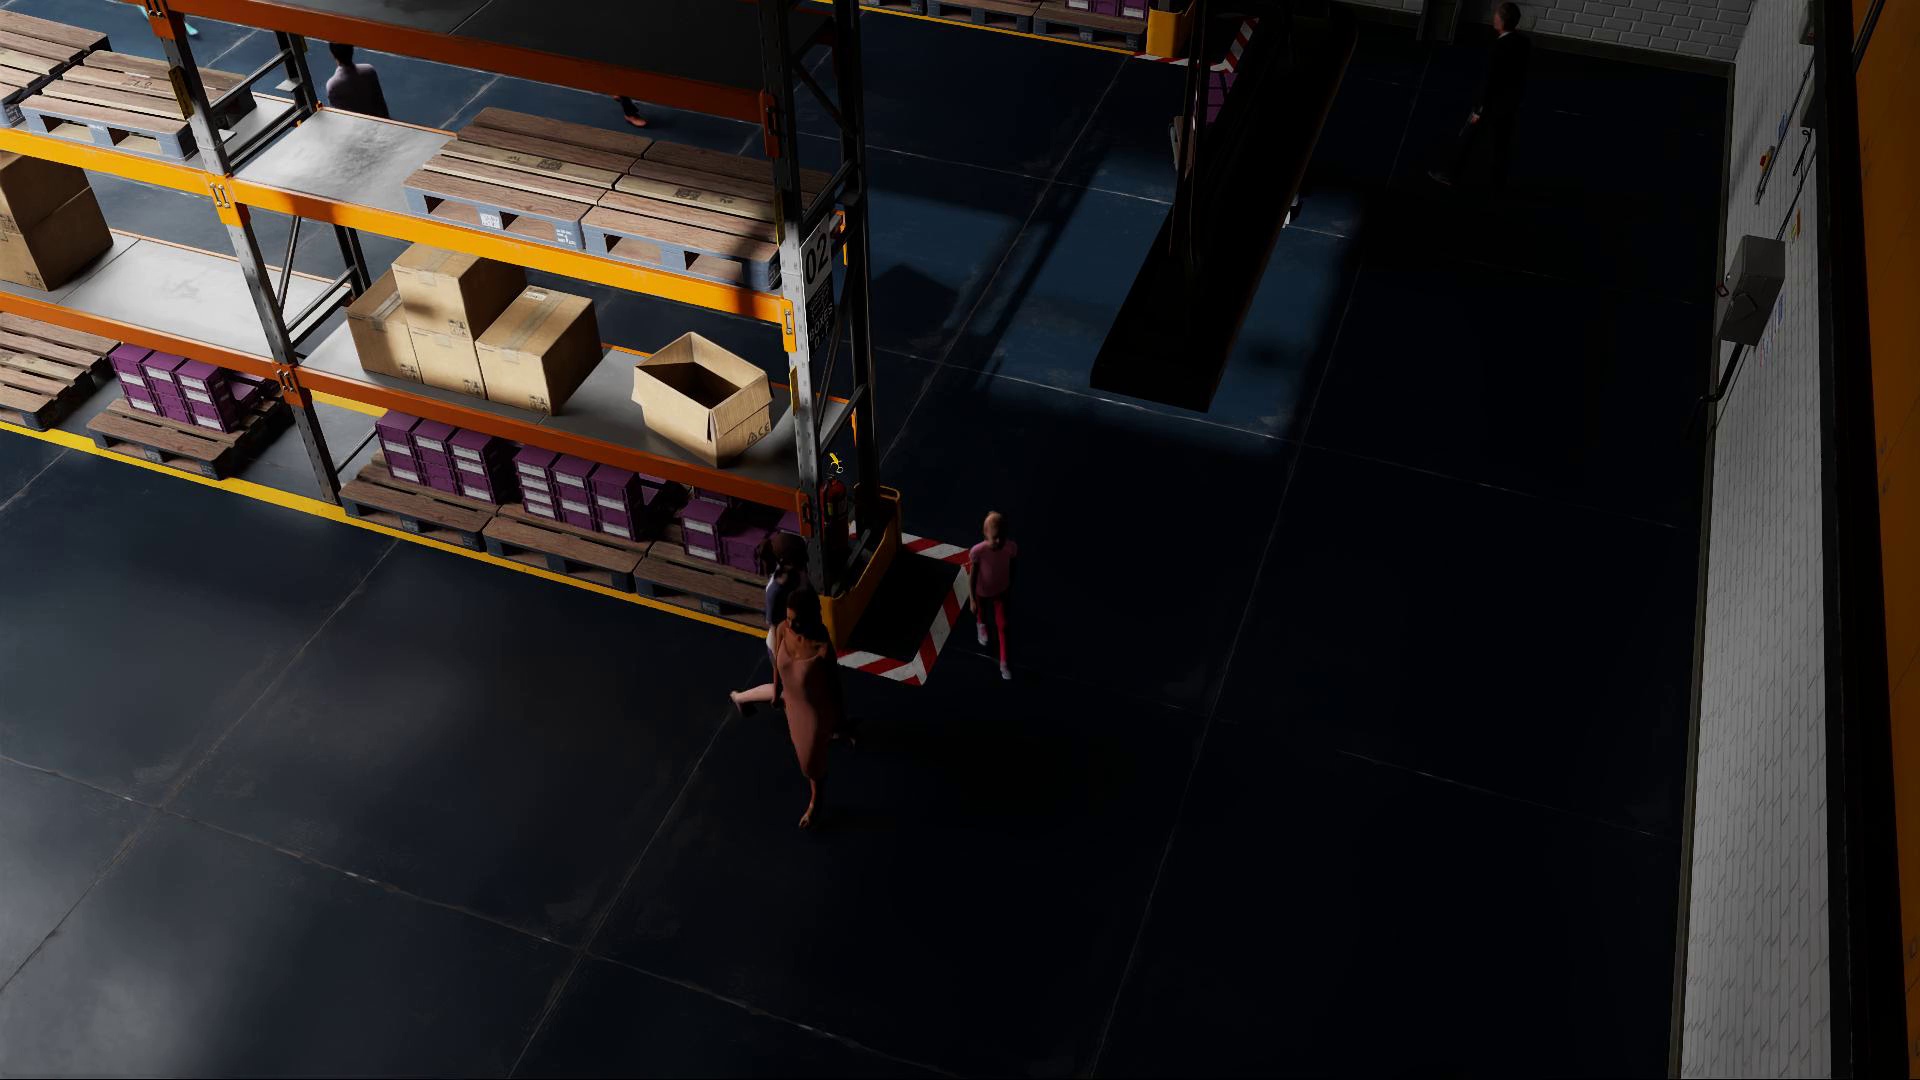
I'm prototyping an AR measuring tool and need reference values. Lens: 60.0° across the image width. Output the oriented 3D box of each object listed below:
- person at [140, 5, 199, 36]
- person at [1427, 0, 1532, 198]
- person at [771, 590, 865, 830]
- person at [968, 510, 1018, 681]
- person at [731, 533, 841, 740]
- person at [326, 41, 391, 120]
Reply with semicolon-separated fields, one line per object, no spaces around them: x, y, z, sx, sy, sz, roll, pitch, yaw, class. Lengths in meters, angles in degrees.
-8.554;-6.144;17.408;1.164;1.691;0.842;32;52;29;person
4.878;-3.948;15.027;1.011;1.795;1.070;-14;45;-14;person
-0.851;0.914;9.910;0.976;1.815;0.834;23;48;22;person
0.187;0.267;11.003;0.876;1.244;0.813;-6;44;-6;person
-1.118;0.615;10.273;0.924;1.747;0.610;10;44;10;person
-5.147;-3.487;14.538;1.213;1.803;0.826;22;48;21;person
